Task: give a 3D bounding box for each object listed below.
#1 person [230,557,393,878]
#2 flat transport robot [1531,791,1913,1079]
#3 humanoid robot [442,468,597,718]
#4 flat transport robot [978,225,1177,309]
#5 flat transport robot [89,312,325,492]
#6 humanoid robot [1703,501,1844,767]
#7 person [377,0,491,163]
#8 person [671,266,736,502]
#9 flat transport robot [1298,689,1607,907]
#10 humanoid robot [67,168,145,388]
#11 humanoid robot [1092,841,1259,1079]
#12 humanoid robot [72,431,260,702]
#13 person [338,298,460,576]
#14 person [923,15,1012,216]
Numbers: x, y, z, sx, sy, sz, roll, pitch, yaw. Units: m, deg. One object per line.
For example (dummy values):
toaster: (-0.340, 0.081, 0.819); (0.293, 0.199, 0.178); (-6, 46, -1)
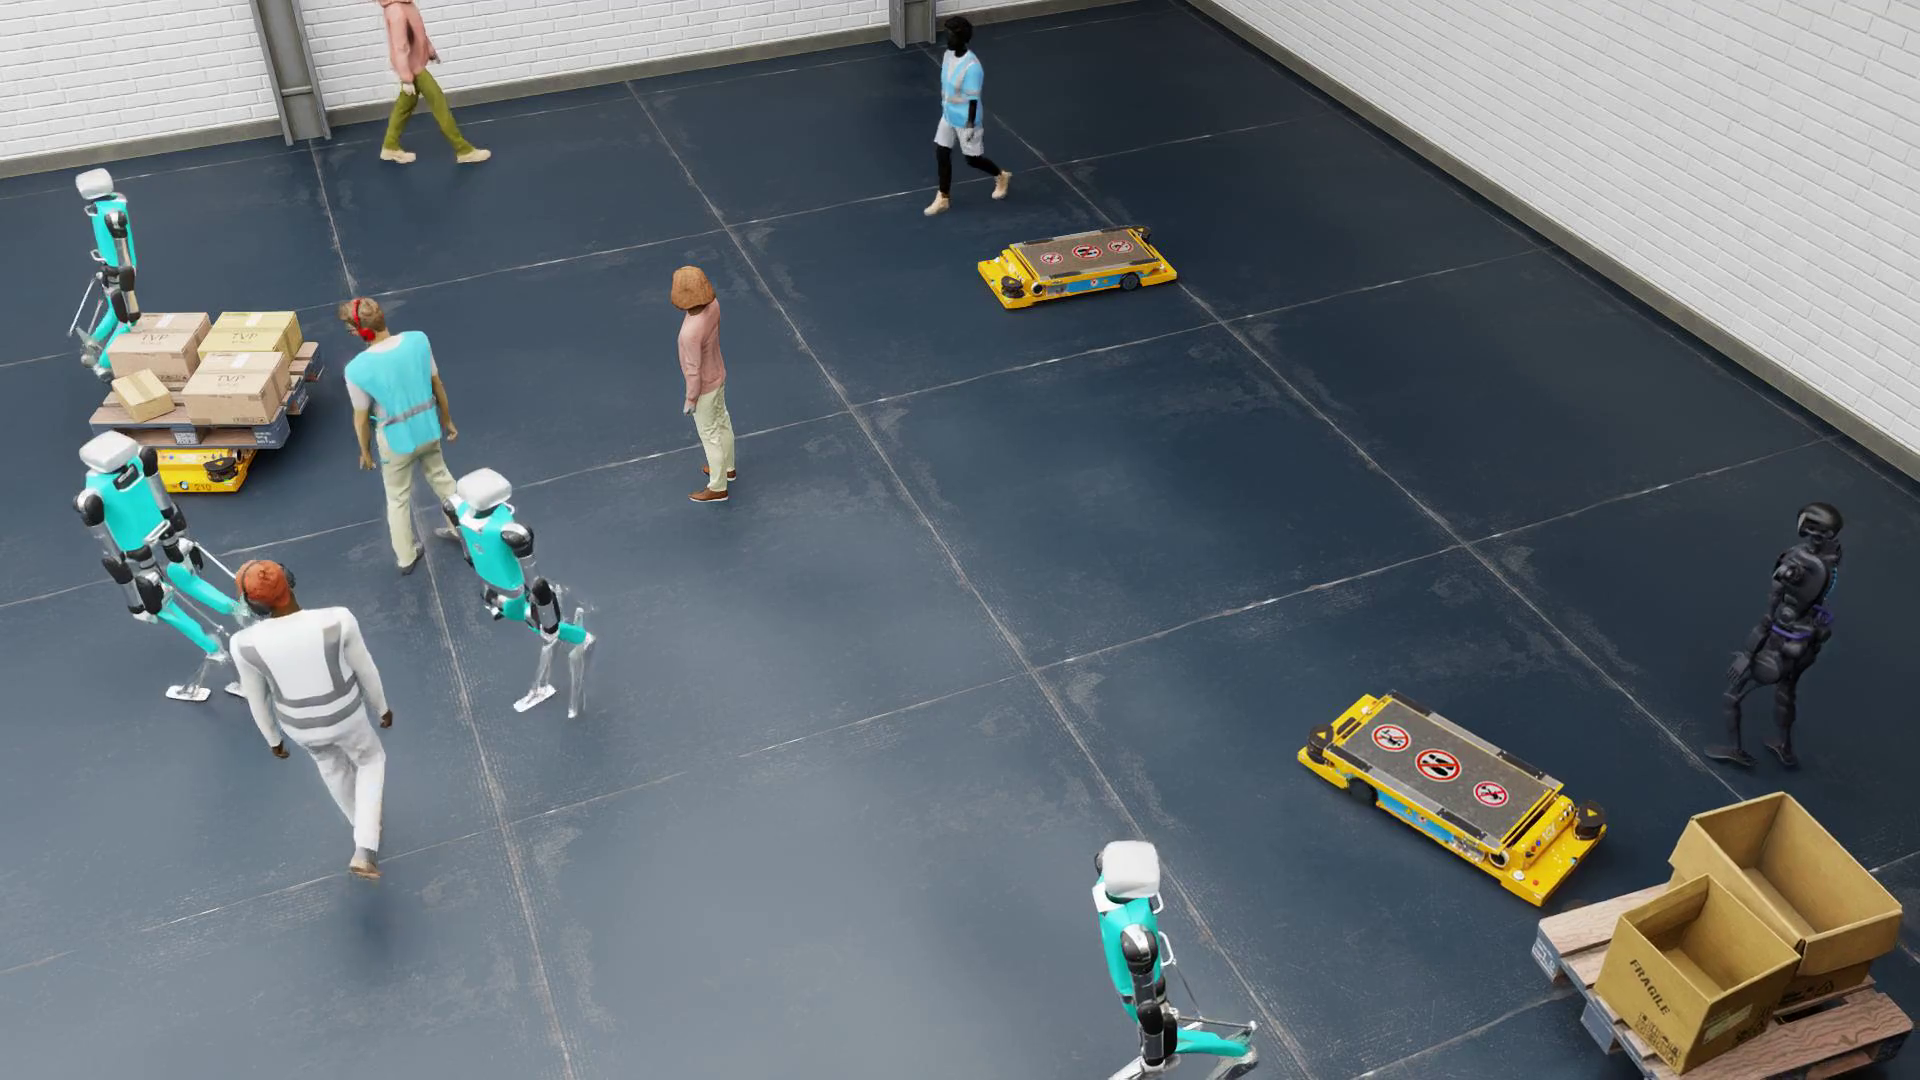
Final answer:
person: (-2.998, 0.871, 7.840); (0.591, 1.851, 0.640); (-7, 38, -9)
flat transport robot: (3.344, 2.158, 7.465); (0.659, 0.231, 1.431); (-12, 39, -15)
humanoid robot: (-2.190, 0.282, 8.723); (0.539, 1.796, 0.745); (21, 42, 25)
flat transport robot: (0.922, -2.152, 13.074); (1.431, 0.231, 0.659); (-12, 39, -15)
flat transport robot: (-5.036, -0.806, 11.322); (0.659, 0.231, 1.431); (0, 38, 0)
humanoid robot: (4.192, 0.511, 8.450); (0.588, 1.640, 0.338); (-24, 44, -28)
person: (-4.717, -4.098, 14.362); (0.952, 1.795, 0.531); (-8, 38, -10)
person: (-1.611, -0.978, 10.423); (0.283, 1.633, 0.497); (7, 38, 9)
flat transport robot: (2.533, 1.280, 8.608); (1.431, 0.231, 0.659); (31, 47, 34)
humanoid robot: (-5.731, -1.556, 11.101); (0.692, 1.803, 0.530); (-23, 43, -27)
humanoid robot: (0.864, 1.849, 6.665); (0.942, 1.754, 0.537); (-6, 38, -8)
humanoid robot: (-4.055, 0.241, 8.756); (0.782, 1.779, 0.546); (10, 39, 13)
person: (-3.245, -0.605, 9.797); (0.455, 1.815, 0.597); (25, 44, 29)
person: (0.059, -3.500, 13.673); (0.747, 1.664, 0.533); (-22, 43, -26)
